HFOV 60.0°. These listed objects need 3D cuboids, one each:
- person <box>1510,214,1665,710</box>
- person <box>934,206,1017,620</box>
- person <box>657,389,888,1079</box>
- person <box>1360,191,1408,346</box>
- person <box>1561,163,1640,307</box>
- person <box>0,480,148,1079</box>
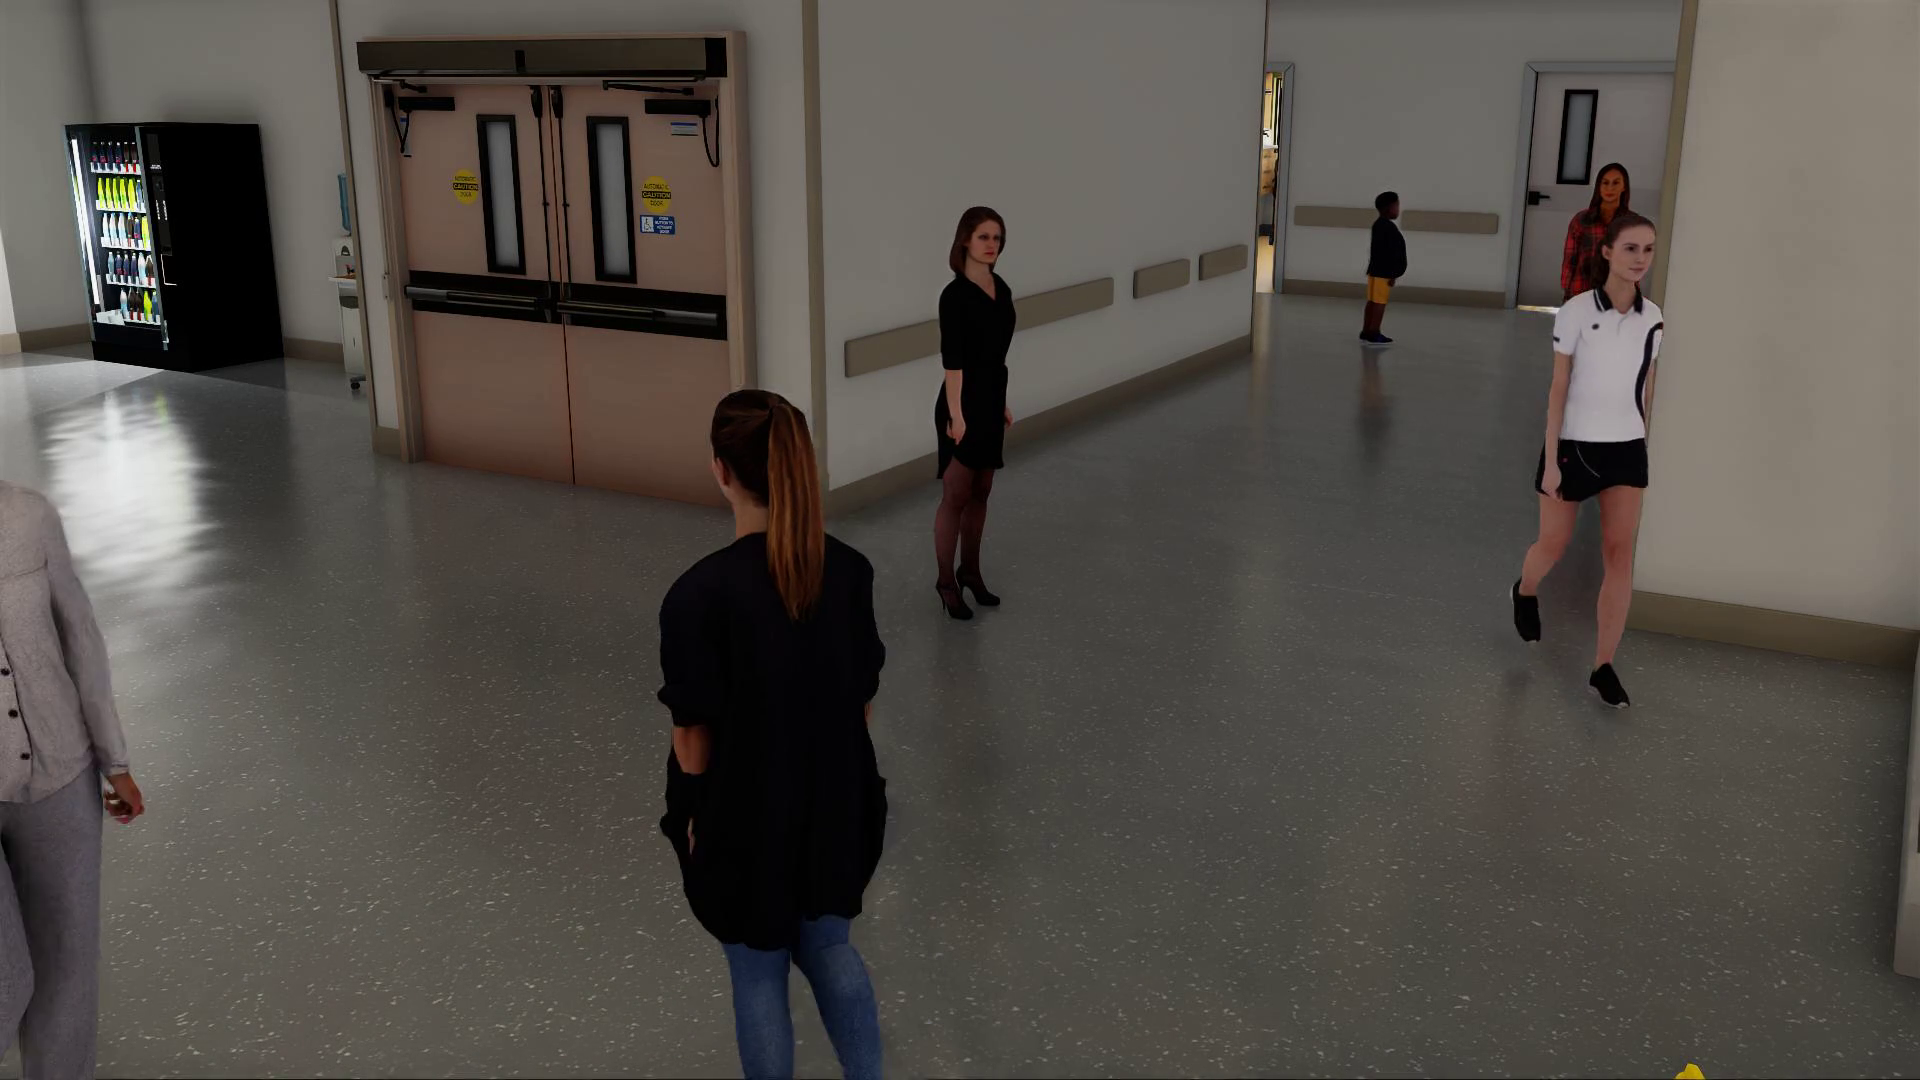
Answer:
[{"bbox_3d":[2.278,-0.302,6.096,1.096,1.723,0.971,1,16,2],"label":"person"},{"bbox_3d":[0.052,-0.530,6.940,0.517,1.703,0.598,10,19,32],"label":"person"},{"bbox_3d":[-0.295,0.558,3.140,0.810,1.671,0.908,-10,19,-31],"label":"person"},{"bbox_3d":[3.541,-2.287,13.976,0.670,1.266,0.612,-4,16,-13],"label":"person"},{"bbox_3d":[3.888,-1.432,10.140,0.570,1.703,0.719,4,16,15],"label":"person"},{"bbox_3d":[-1.990,0.475,3.337,0.682,1.724,0.648,10,18,31],"label":"person"}]
